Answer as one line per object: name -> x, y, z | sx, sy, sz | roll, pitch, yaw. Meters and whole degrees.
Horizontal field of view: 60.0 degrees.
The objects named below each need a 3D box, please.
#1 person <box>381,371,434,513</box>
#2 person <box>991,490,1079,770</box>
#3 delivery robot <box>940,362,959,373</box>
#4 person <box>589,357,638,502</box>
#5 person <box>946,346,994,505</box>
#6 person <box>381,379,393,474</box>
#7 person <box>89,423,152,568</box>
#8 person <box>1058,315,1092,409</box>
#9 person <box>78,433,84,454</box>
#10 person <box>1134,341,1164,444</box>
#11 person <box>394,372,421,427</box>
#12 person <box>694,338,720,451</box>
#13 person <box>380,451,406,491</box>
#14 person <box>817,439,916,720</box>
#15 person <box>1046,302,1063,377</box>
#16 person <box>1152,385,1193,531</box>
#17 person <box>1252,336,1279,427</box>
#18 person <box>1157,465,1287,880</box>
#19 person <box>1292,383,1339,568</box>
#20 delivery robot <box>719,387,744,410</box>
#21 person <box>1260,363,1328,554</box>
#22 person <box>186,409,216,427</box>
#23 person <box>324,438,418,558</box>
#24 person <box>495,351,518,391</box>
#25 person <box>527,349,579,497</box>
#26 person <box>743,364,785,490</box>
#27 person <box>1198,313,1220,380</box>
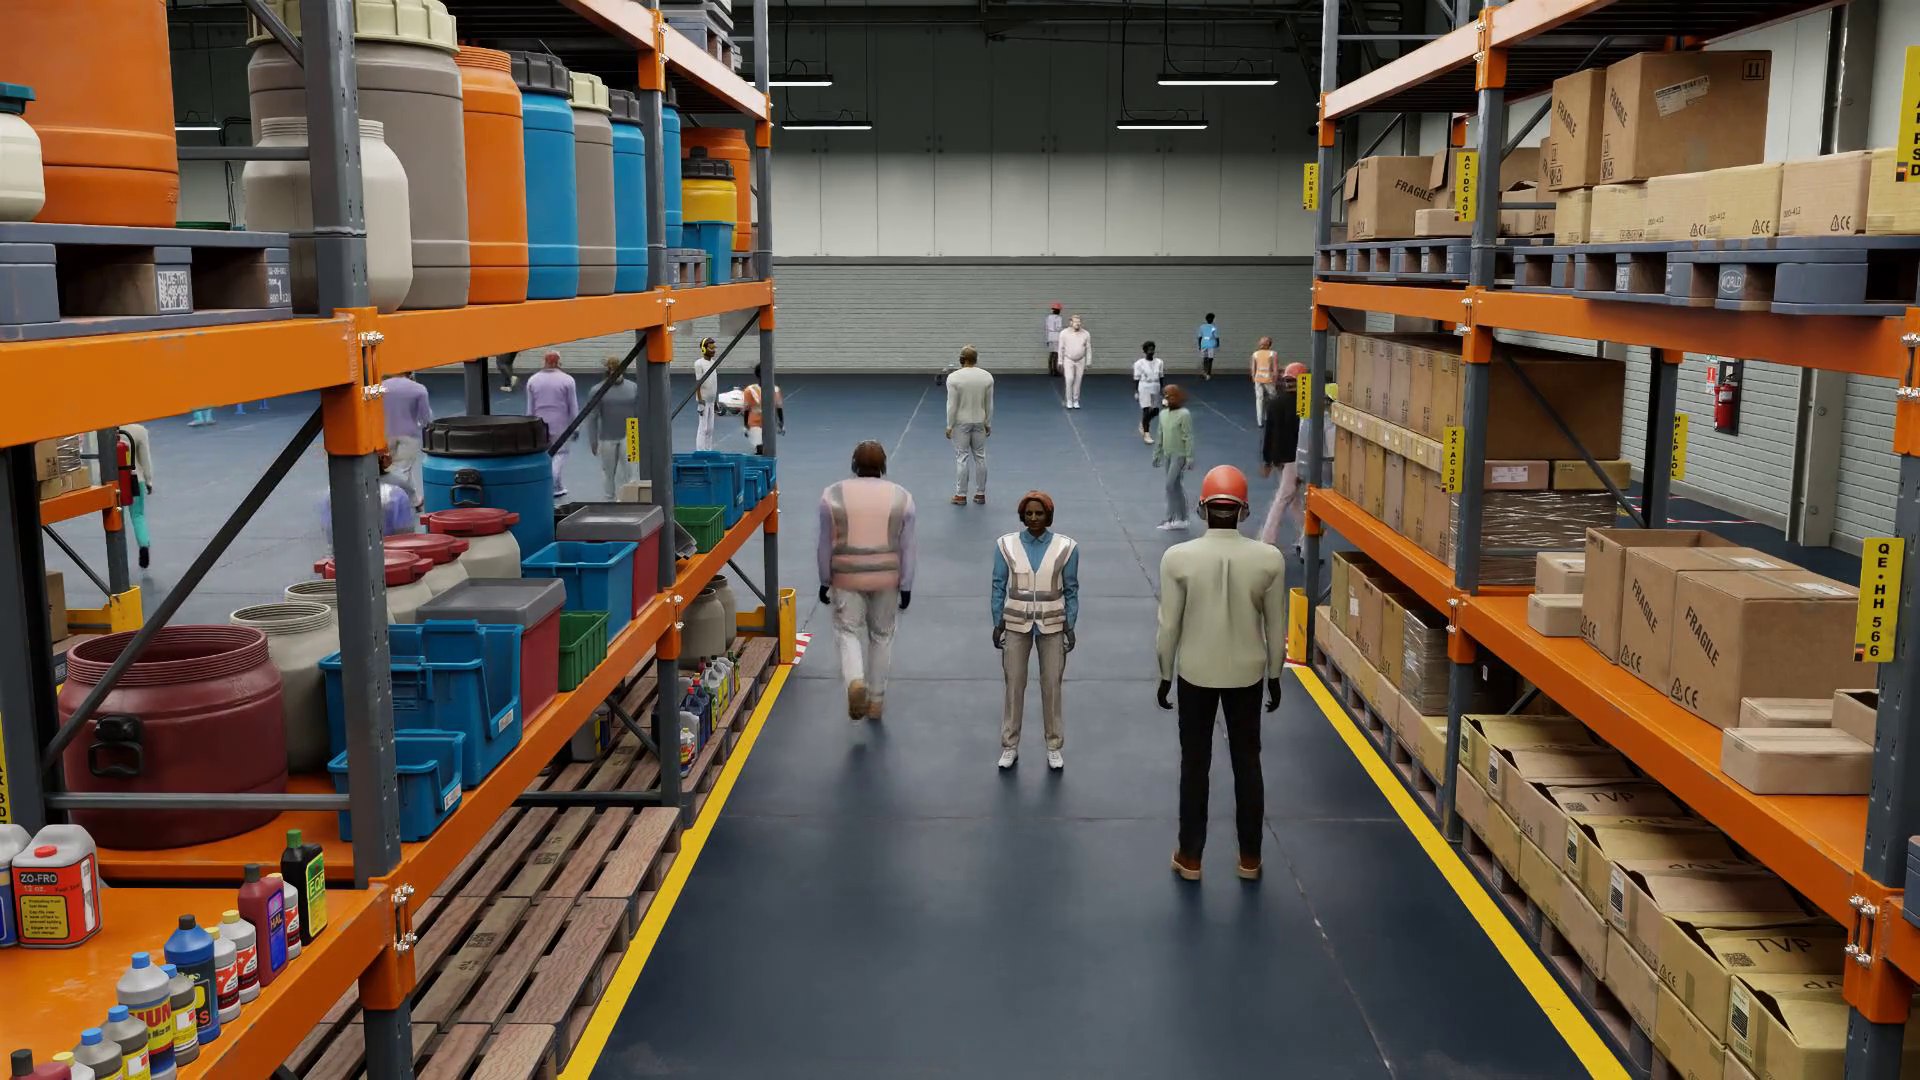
person -> -6.374, -1.188, 19.224 | 0.653, 1.881, 1.010 | 2, 10, 14
person -> 0.436, 0.521, 9.721 | 0.514, 1.641, 0.307 | 1, 9, 4
delivery robot -> -0.222, -4.182, 40.209 | 0.335, 0.223, 0.698 | 6, 12, 34
person -> -3.879, -1.130, 18.880 | 0.647, 1.882, 0.986 | -3, 10, -19
person -> 0.111, -1.412, 20.409 | 0.635, 1.937, 0.361 | -5, 11, -26
person -> -6.977, -1.175, 19.896 | 0.498, 1.634, 0.278 | 1, 10, 8
person -> -7.986, -0.558, 15.872 | 0.527, 1.748, 0.620 | -7, 12, -36
person -> 2.343, -3.579, 33.529 | 0.680, 1.883, 0.689 | -1, 10, -8
person -> -13.835, -2.287, 25.883 | 0.665, 1.853, 0.991 | -5, 11, -27
person -> 3.076, -2.451, 27.380 | 0.537, 1.681, 0.598 | -4, 10, -23
person -> -9.944, -3.025, 29.766 | 0.393, 2.040, 0.611 | -9, 13, -43
person -> -3.640, -1.986, 24.051 | 0.326, 1.874, 0.519 | 3, 10, 20
person -> -4.416, 0.040, 12.627 | 0.497, 1.633, 0.284 | 4, 10, 20
person -> -0.592, 0.270, 10.668 | 0.639, 1.829, 0.631 | -1, 10, -6
person -> 2.488, -5.229, 43.287 | 0.372, 1.935, 0.552 | -6, 11, -34
person -> 2.298, -0.899, 18.319 | 0.675, 1.608, 0.528 | -6, 11, -31
person -> 5.504, -2.851, 29.938 | 0.546, 1.621, 0.396 | 7, 11, 34
person -> 1.249, 0.633, 7.988 | 0.622, 1.992, 0.396 | 0, 9, 0
person -> 3.493, -0.614, 16.067 | 0.475, 1.792, 0.614 | -3, 10, -19
delivery robot -> -4.331, -2.724, 32.250 | 0.707, 0.478, 0.477 | 6, 12, 34
person -> 3.419, -0.829, 16.953 | 1.060, 1.935, 0.623 | -6, 11, -31
person -> -13.852, -2.976, 30.211 | 0.381, 1.796, 0.791 | 2, 10, 13
person -> -3.661, 0.251, 10.561 | 0.572, 1.905, 0.835 | 3, 10, 15
person -> -10.394, -4.413, 38.209 | 0.729, 2.000, 0.692 | 7, 12, 36
person -> -5.090, -1.440, 20.758 | 0.647, 1.872, 0.819 | 2, 10, 13
person -> -2.596, -1.509, 21.860 | 0.545, 1.651, 0.882 | -7, 12, -37
person -> 6.317, -4.876, 41.938 | 0.547, 1.672, 0.633 | 6, 11, 30
